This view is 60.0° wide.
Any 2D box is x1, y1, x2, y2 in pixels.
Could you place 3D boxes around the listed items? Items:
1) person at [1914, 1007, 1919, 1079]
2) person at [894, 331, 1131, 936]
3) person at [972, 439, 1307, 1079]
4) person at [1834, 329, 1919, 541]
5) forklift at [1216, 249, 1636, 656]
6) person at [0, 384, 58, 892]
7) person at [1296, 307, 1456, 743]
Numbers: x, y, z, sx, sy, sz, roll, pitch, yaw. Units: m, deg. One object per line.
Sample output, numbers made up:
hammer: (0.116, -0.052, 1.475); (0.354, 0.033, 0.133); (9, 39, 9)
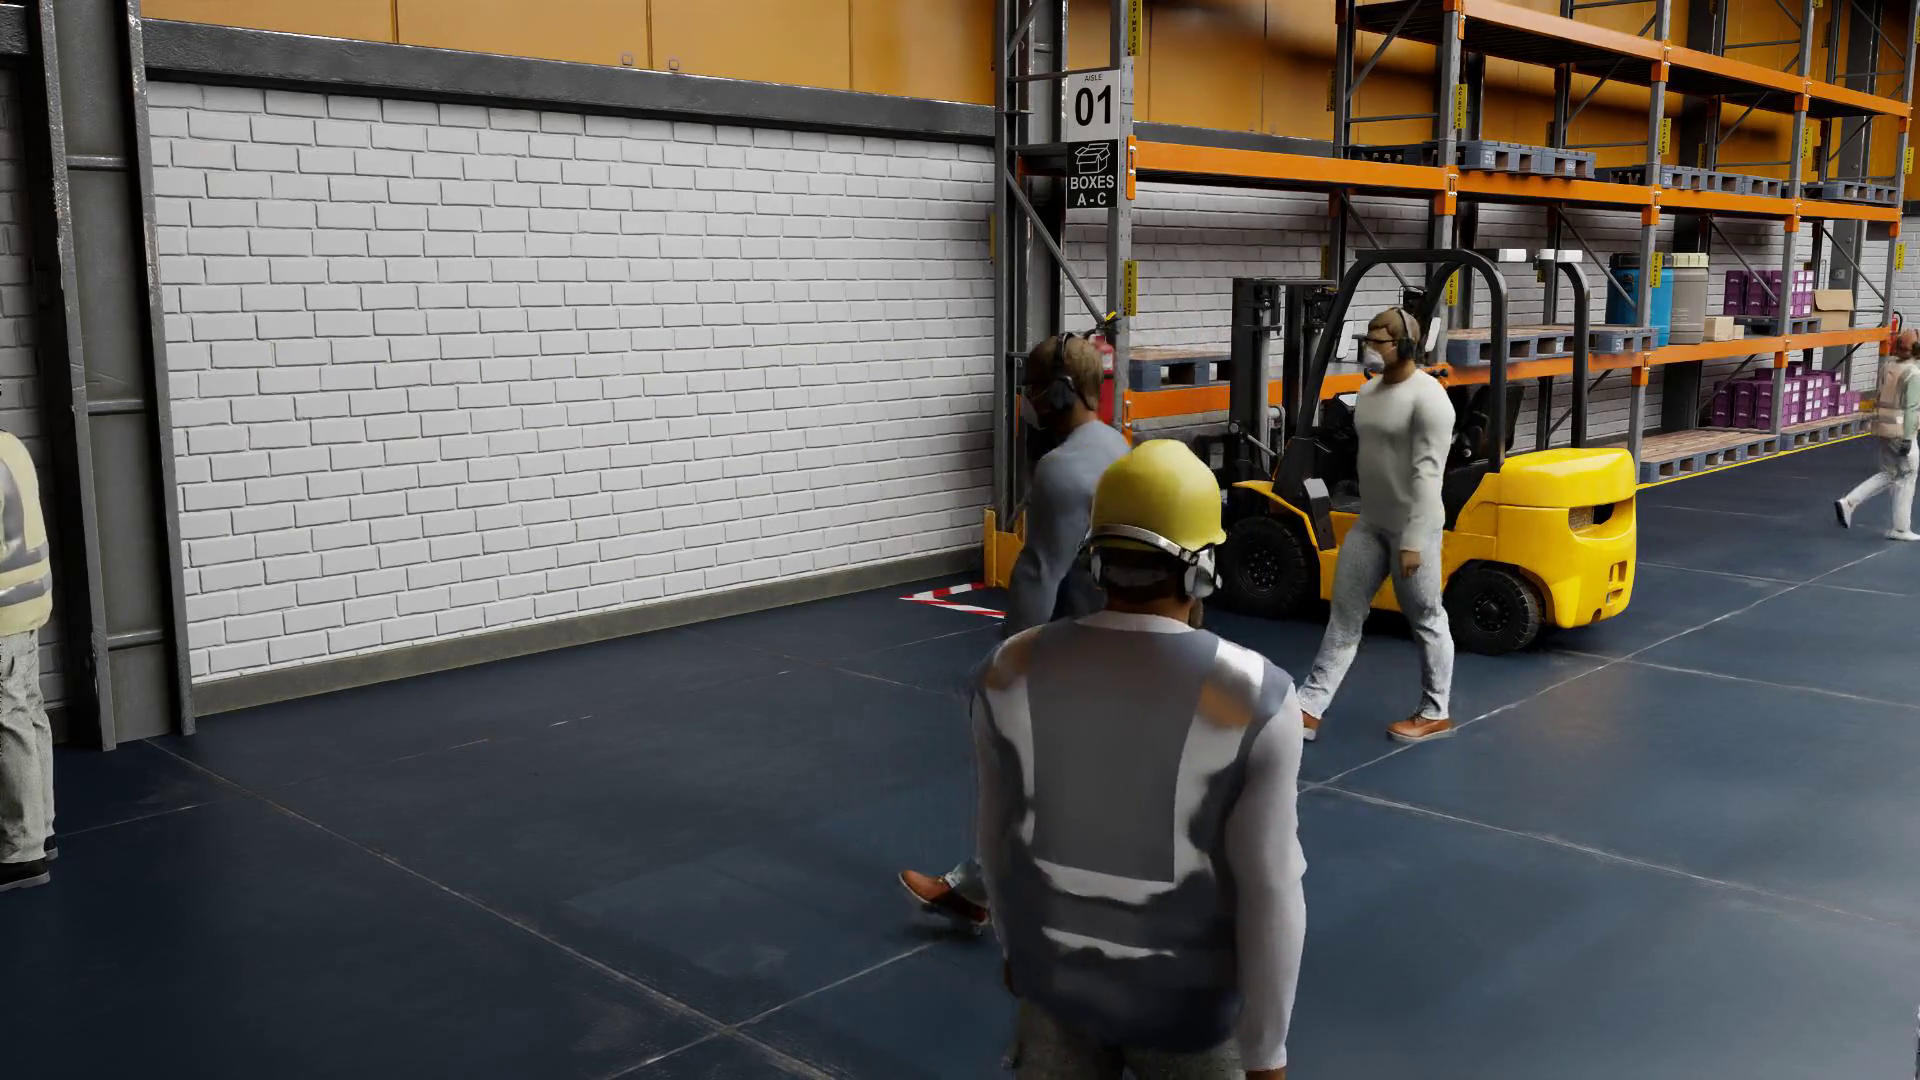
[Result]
person: (2.220, 0.660, 3.186); (0.846, 1.815, 0.648); (4, 10, 21)
person: (0.269, 0.347, 4.860); (1.021, 1.884, 0.655); (2, 10, 13)
person: (0.325, 0.717, 2.903); (0.621, 1.774, 0.945); (4, 10, 26)
person: (7.081, -0.798, 12.669); (0.548, 1.619, 0.521); (1, 9, 4)
forklift: (2.710, -0.584, 9.626); (2.313, 2.155, 1.214); (9, 13, 43)
person: (-3.260, 0.262, 5.555); (0.404, 1.828, 0.592); (-3, 10, -17)
person: (1.754, -0.031, 7.131); (0.957, 1.896, 0.656); (-4, 10, -21)
